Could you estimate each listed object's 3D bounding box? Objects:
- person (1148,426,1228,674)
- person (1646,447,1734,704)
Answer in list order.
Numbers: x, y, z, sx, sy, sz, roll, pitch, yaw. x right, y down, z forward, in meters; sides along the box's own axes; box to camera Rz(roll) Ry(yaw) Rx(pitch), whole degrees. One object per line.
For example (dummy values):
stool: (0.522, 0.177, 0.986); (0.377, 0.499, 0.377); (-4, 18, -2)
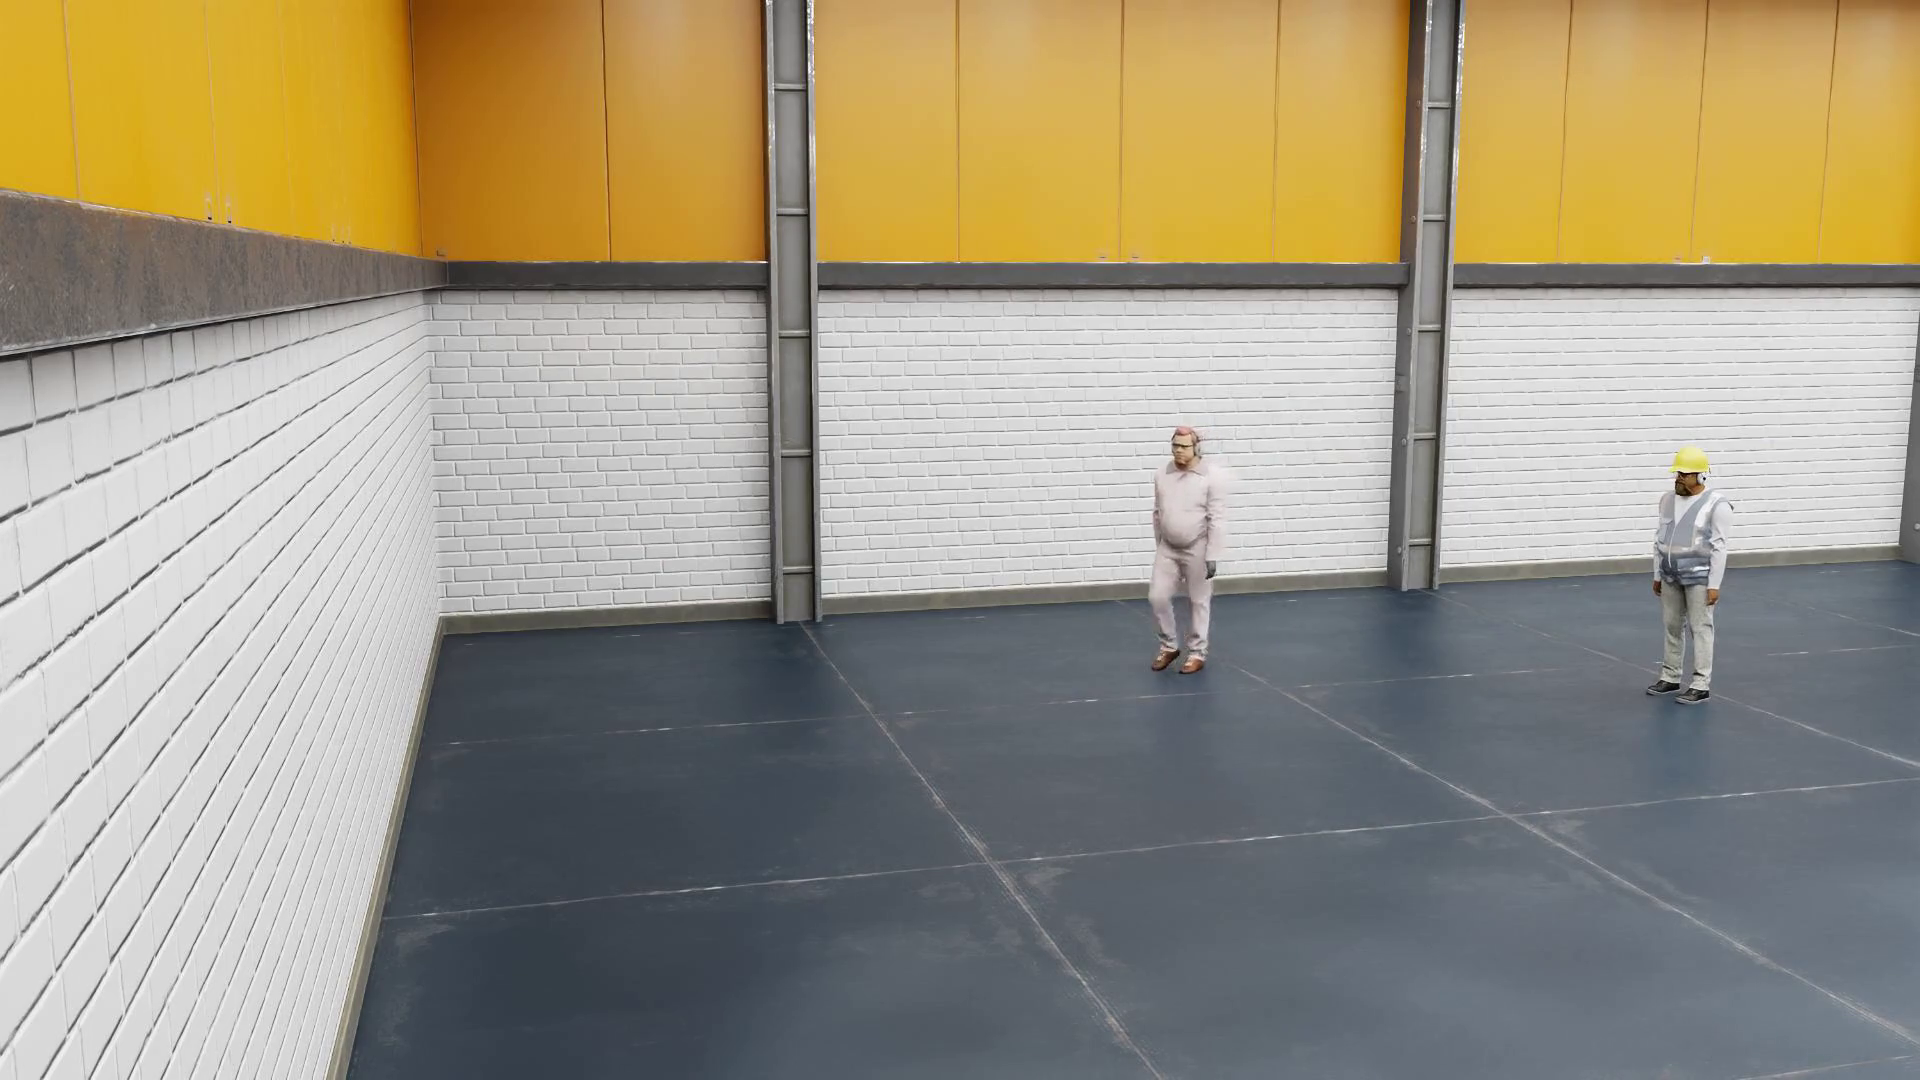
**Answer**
person: (1.695, 0.086, 12.549); (0.644, 1.890, 0.511); (6, 11, 34)
person: (5.144, 0.247, 11.777); (0.404, 1.824, 0.586); (-5, 10, -27)
